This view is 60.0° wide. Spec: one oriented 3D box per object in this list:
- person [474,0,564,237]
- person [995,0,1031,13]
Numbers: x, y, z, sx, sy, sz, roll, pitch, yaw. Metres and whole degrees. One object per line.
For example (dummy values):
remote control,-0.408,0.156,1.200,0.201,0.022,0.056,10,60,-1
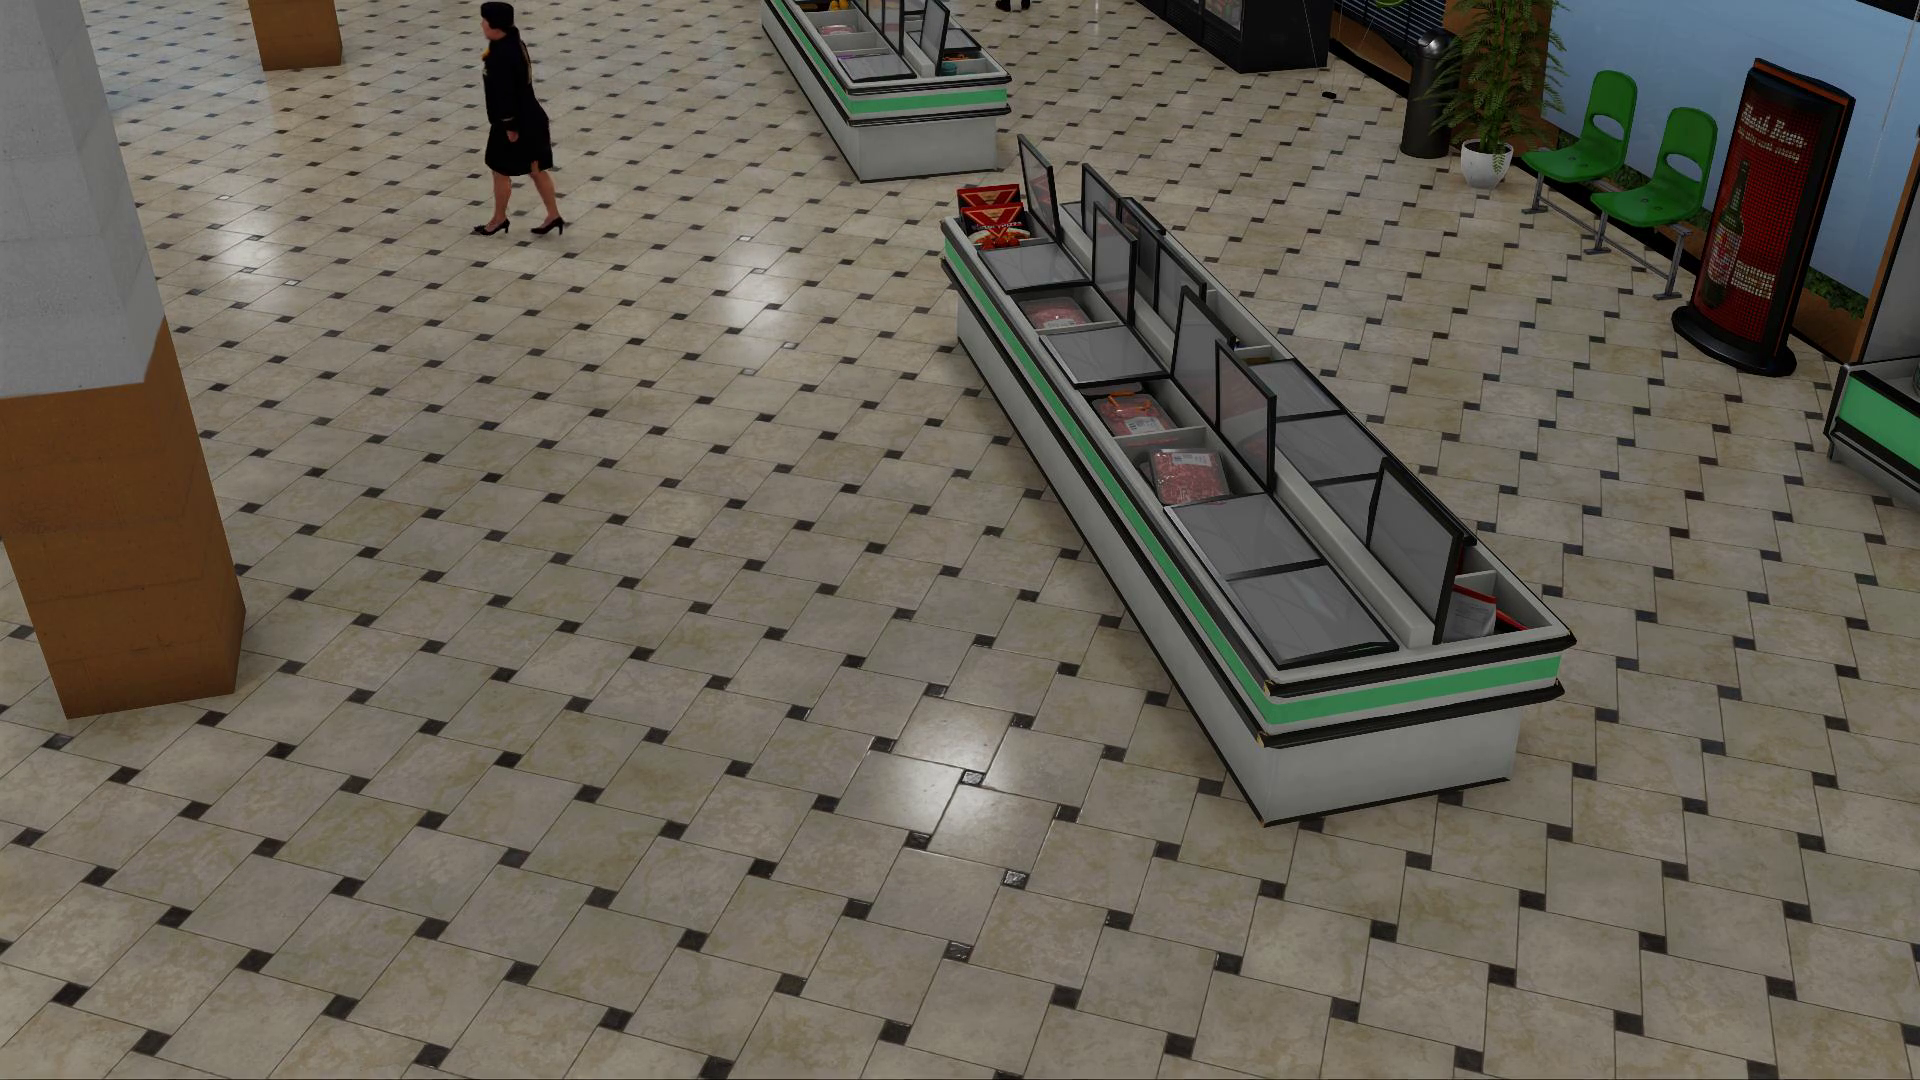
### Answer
person,-3.027,-2.907,11.681,0.923,1.651,0.910,2,32,3
person,0.562,-6.390,17.144,0.644,1.791,0.493,-8,33,-13
